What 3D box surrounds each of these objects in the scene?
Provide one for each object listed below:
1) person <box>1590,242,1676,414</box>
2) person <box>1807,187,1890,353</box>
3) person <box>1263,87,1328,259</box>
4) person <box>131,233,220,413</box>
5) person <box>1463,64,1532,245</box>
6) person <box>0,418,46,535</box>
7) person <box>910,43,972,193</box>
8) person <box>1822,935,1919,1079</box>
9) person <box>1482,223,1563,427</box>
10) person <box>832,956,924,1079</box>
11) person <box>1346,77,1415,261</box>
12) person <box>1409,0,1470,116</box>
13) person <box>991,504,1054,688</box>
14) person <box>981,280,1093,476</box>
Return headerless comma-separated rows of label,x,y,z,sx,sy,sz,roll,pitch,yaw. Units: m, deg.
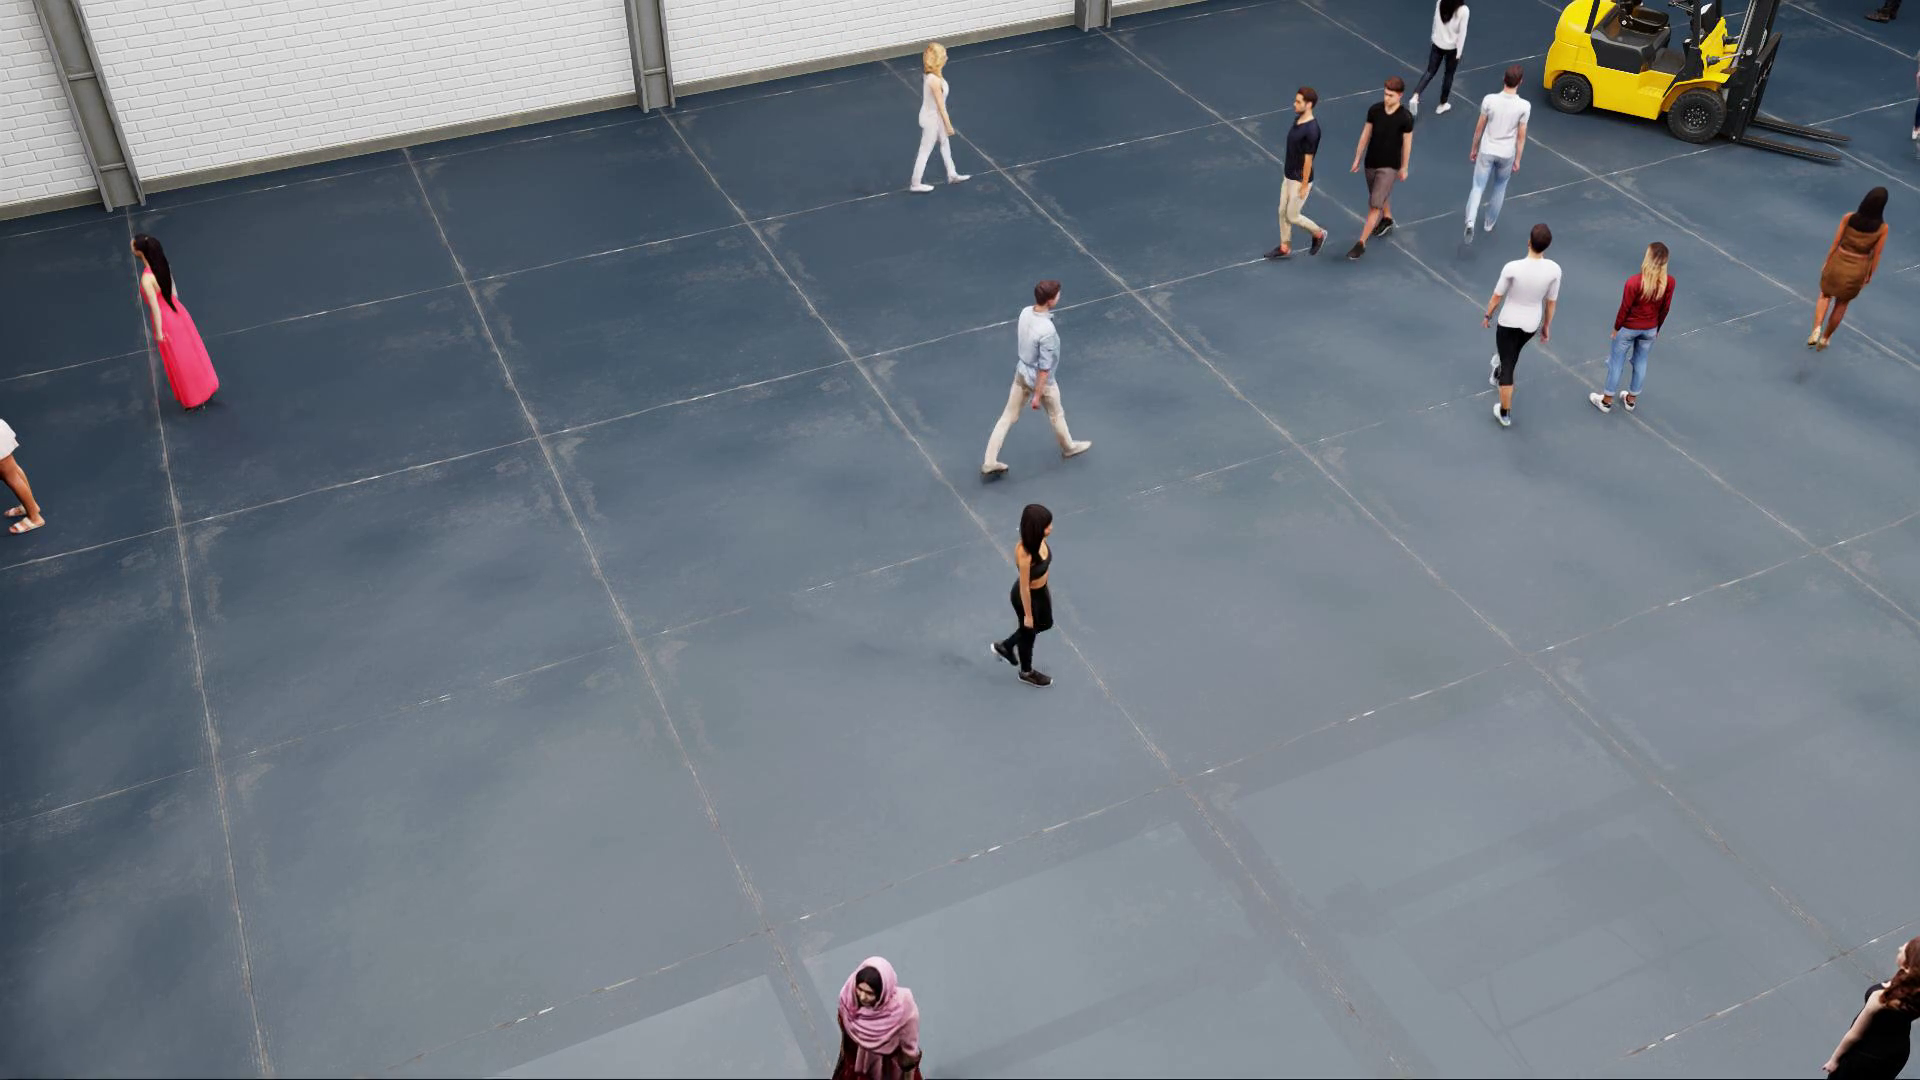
person,5.930,-1.857,14.564,0.541,1.631,0.709,-4,39,-5
person,8.109,-2.429,15.245,0.741,1.675,0.814,23,44,26
person,3.452,-3.622,16.608,0.896,1.839,0.737,-9,40,-11
person,-6.892,-1.900,14.542,0.726,1.727,0.709,3,39,4
person,5.451,-3.888,16.951,1.107,1.826,1.182,14,41,17
person,-7.695,-0.818,13.212,0.542,1.696,0.557,-17,42,-20
person,-0.384,-4.503,17.869,0.997,1.643,0.784,-3,39,-3
person,4.824,2.705,8.761,0.467,1.745,0.632,-13,40,-15
person,4.845,-1.818,14.372,1.187,1.812,1.080,0,39,0
person,-0.390,2.696,8.870,1.082,1.623,1.155,14,41,16
person,4.344,-3.837,16.898,0.957,1.814,1.299,31,48,33
person,5.599,-5.726,19.365,1.043,1.686,0.809,-30,48,-32
person,0.425,0.375,11.764,0.840,1.638,0.778,12,40,14
person,0.533,-1.285,13.722,1.300,1.789,0.744,-22,44,-25
